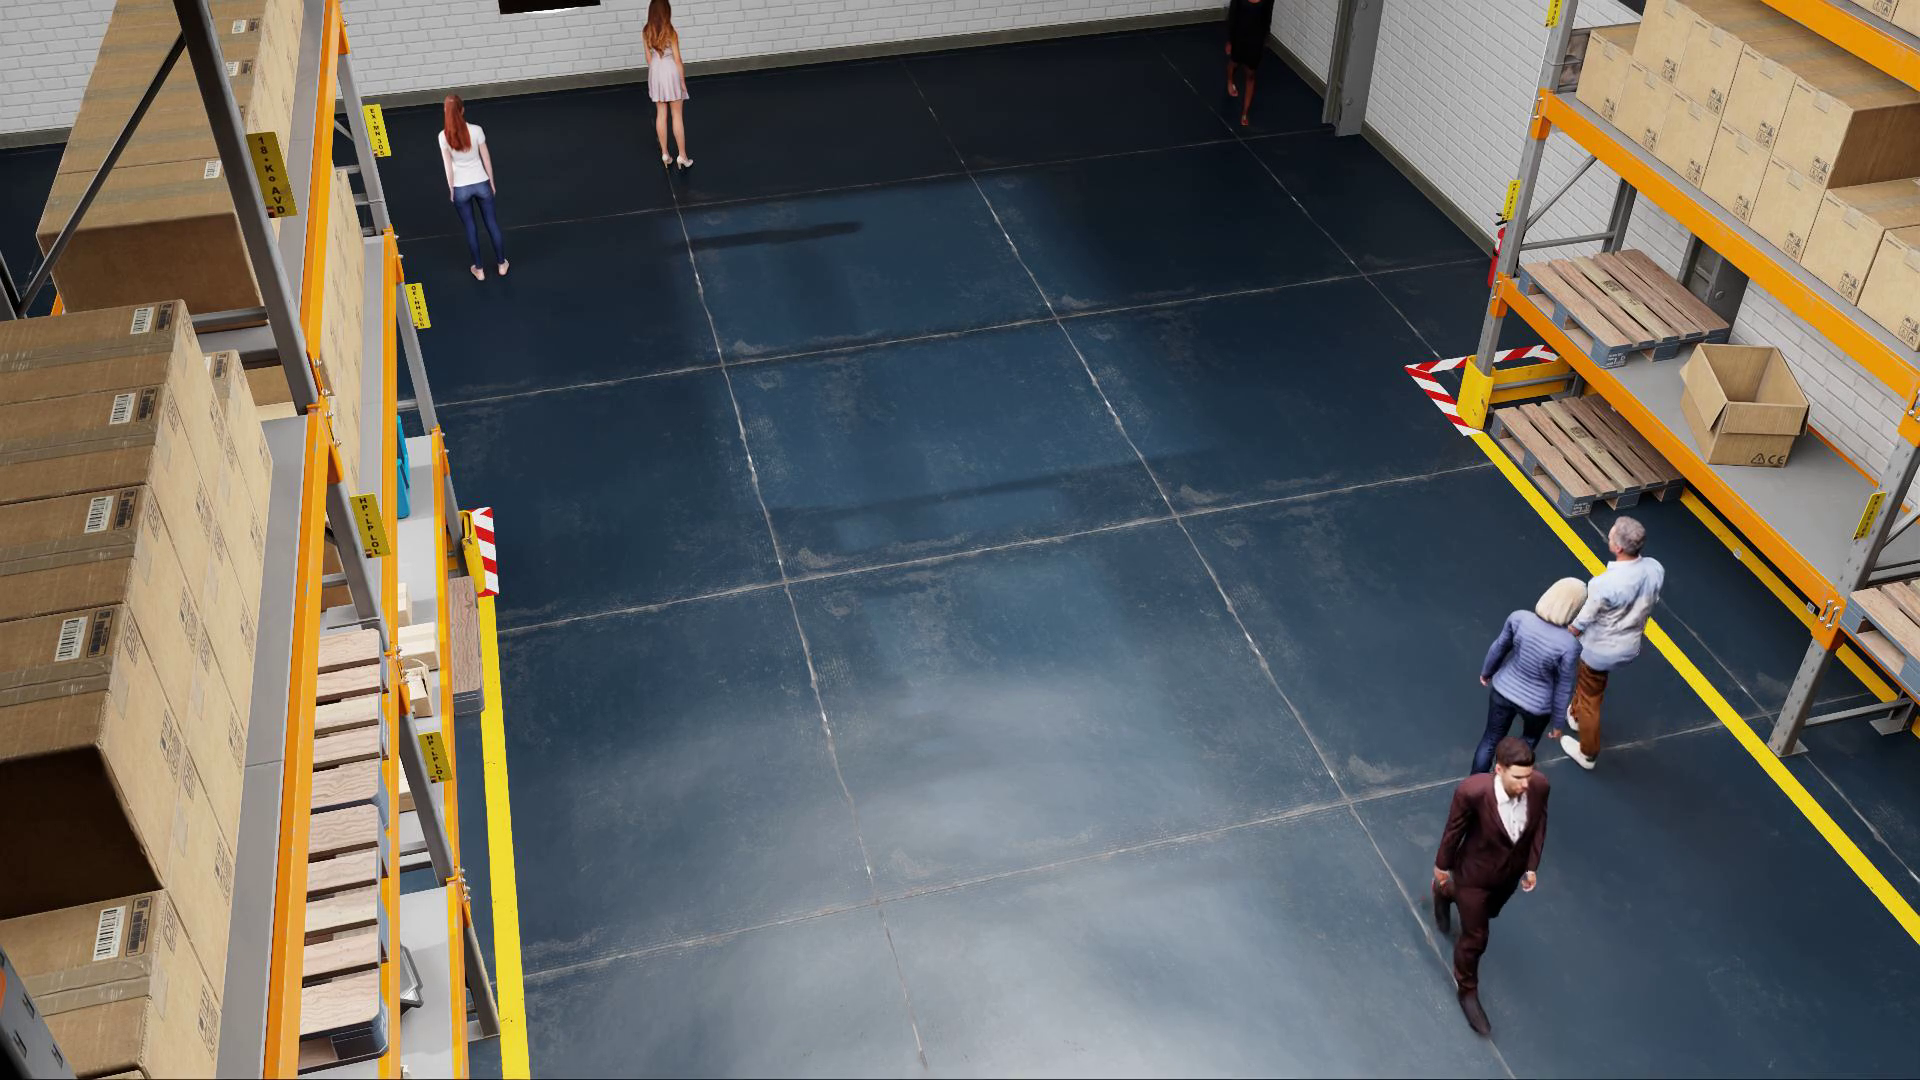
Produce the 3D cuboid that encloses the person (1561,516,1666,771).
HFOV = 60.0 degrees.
[{"bbox_3d":[3.976,0.685,10.081,0.745,1.802,0.840,-14,41,-17],"label":"person"}]

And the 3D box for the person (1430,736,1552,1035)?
[{"bbox_3d":[2.775,1.673,8.810,0.664,1.844,1.133,-9,39,-11],"label":"person"}]

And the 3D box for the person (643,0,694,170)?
[{"bbox_3d":[-2.946,-4.583,16.703,0.676,1.769,0.722,12,40,14],"label":"person"}]

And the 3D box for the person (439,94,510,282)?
[{"bbox_3d":[-4.388,-3.159,14.945,0.580,1.738,0.544,-13,40,-16],"label":"person"}]

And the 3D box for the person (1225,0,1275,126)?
[{"bbox_3d":[3.061,-5.366,17.764,0.906,1.669,1.285,1,39,2],"label":"person"}]

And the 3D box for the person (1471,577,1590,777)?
[{"bbox_3d":[3.303,0.970,9.796,0.830,1.711,0.934,26,45,29],"label":"person"}]
